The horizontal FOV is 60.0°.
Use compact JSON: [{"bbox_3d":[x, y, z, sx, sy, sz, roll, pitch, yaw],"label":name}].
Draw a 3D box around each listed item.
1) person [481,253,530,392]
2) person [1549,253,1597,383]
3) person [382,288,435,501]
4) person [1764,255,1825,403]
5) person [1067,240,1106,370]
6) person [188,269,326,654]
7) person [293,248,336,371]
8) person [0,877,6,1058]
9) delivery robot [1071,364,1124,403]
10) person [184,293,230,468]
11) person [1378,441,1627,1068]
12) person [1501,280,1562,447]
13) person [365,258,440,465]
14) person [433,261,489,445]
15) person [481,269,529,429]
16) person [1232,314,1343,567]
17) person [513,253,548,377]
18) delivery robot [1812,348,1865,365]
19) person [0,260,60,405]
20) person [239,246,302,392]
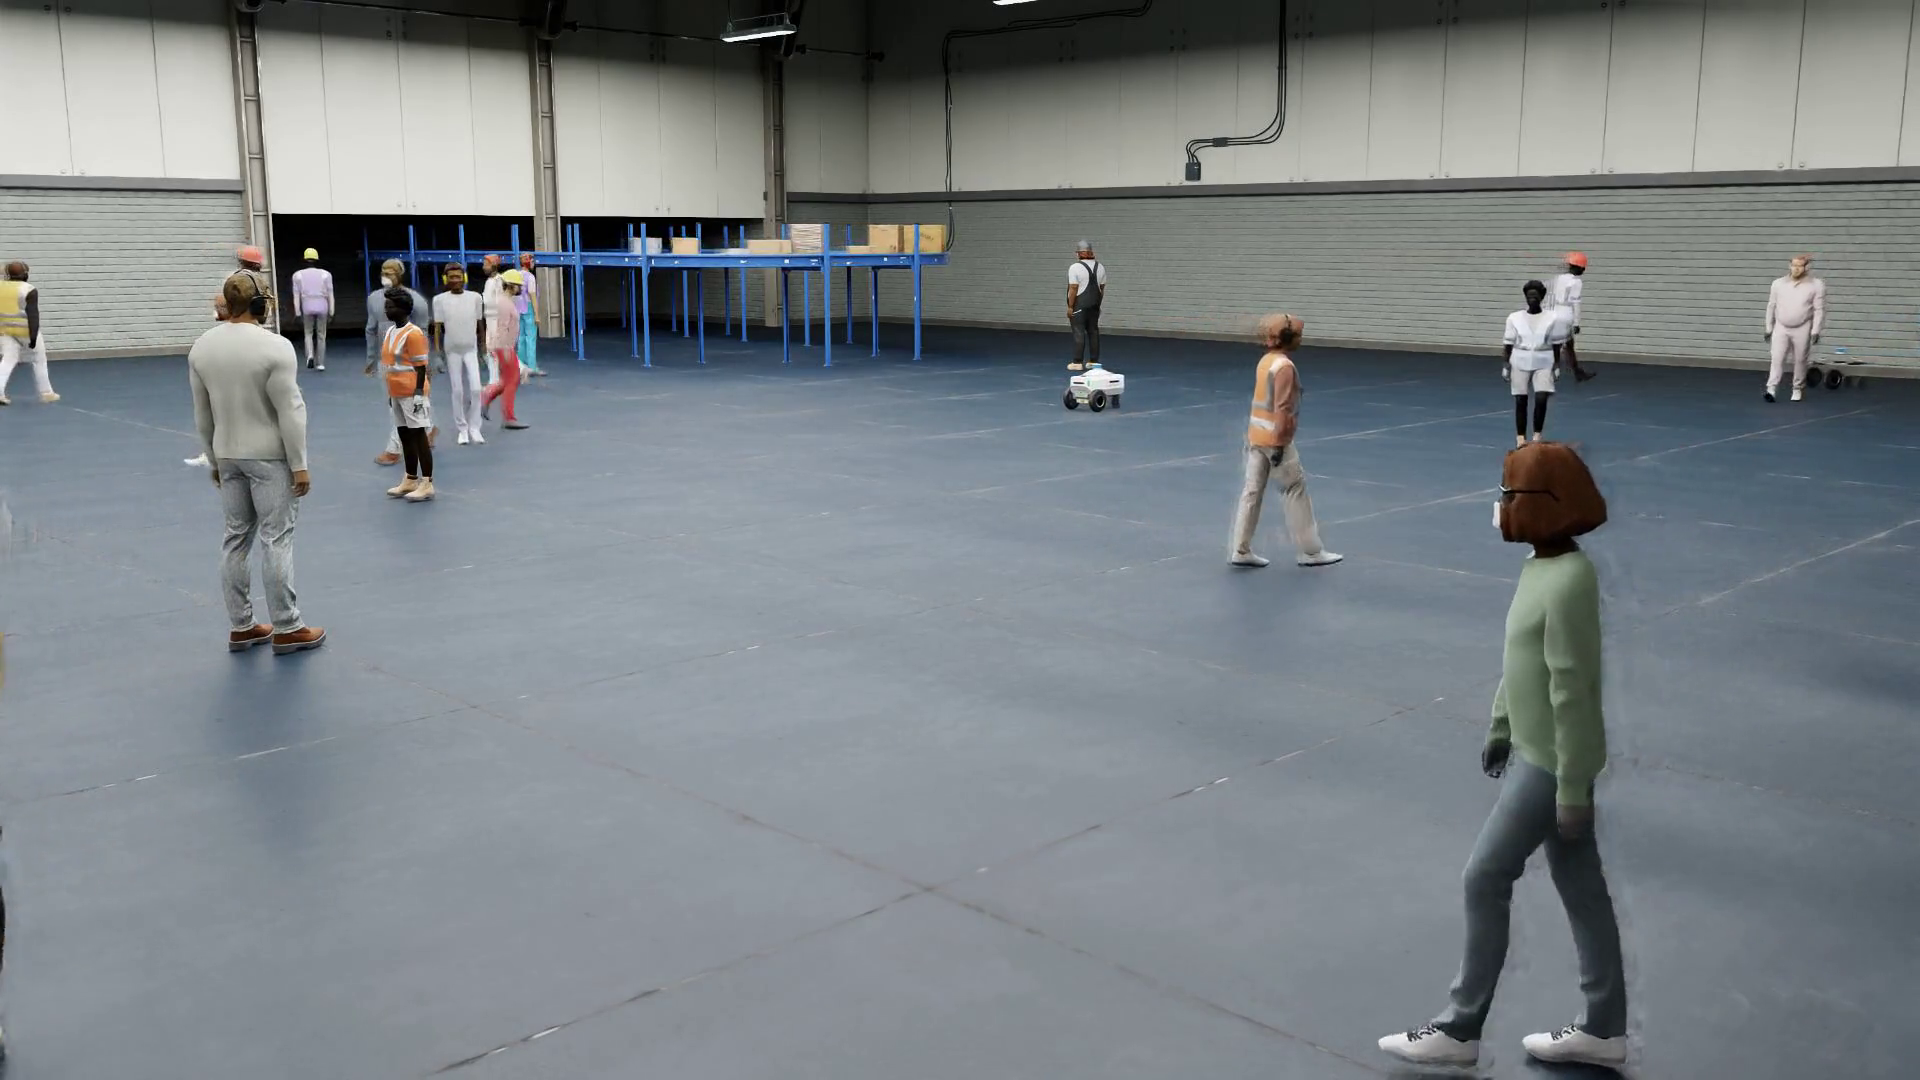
[{"bbox_3d":[-6.217,-2.933,22.493,0.597,1.865,0.591,-8,13,-36],"label":"person"},{"bbox_3d":[8.674,-3.175,23.846,1.012,1.873,0.604,-2,11,-9],"label":"person"},{"bbox_3d":[-4.442,-1.169,13.342,0.317,1.695,0.540,-10,14,-43],"label":"person"},{"bbox_3d":[10.552,-2.665,21.075,0.678,1.850,1.010,7,13,35],"label":"person"},{"bbox_3d":[1.937,-3.701,26.326,0.688,2.000,0.537,-7,13,-34],"label":"person"},{"bbox_3d":[-3.578,-0.396,8.466,0.634,1.939,0.367,3,11,18],"label":"person"},{"bbox_3d":[-10.112,-3.613,26.079,0.595,1.912,0.409,-3,11,-18],"label":"person"},{"bbox_3d":[-2.594,0.471,4.023,0.535,1.832,0.485,3,11,14],"label":"person"},{"bbox_3d":[1.689,-1.916,20.390,0.707,0.478,0.477,-10,14,-43],"label":"delivery robot"},{"bbox_3d":[-6.621,-1.446,15.132,0.850,1.580,0.518,-9,14,-41],"label":"person"},{"bbox_3d":[1.388,0.555,4.186,0.726,1.602,0.525,3,11,15],"label":"person"},{"bbox_3d":[5.483,-1.648,15.997,0.549,1.676,0.521,4,11,22],"label":"person"},{"bbox_3d":[-5.241,-1.701,15.687,0.629,1.915,0.918,5,11,24],"label":"person"},{"bbox_3d":[-5.014,-1.870,16.757,0.549,1.841,0.740,-4,11,-22],"label":"person"},{"bbox_3d":[-5.033,-2.104,18.304,0.574,1.743,0.553,-2,11,-8],"label":"person"},{"bbox_3d":[2.095,-0.619,10.569,0.768,1.606,0.532,-2,11,-9],"label":"person"},{"bbox_3d":[-6.538,-3.399,25.096,0.564,1.846,0.390,10,15,44],"label":"person"},{"bbox_3d":[12.293,-2.571,23.255,0.698,0.223,0.335,-2,11,-11],"label":"delivery robot"},{"bbox_3d":[-11.862,-2.612,20.939,0.622,1.808,0.938,2,11,9],"label":"person"},{"bbox_3d":[-9.125,-2.781,21.407,0.959,1.973,0.696,-8,13,-37],"label":"person"}]
